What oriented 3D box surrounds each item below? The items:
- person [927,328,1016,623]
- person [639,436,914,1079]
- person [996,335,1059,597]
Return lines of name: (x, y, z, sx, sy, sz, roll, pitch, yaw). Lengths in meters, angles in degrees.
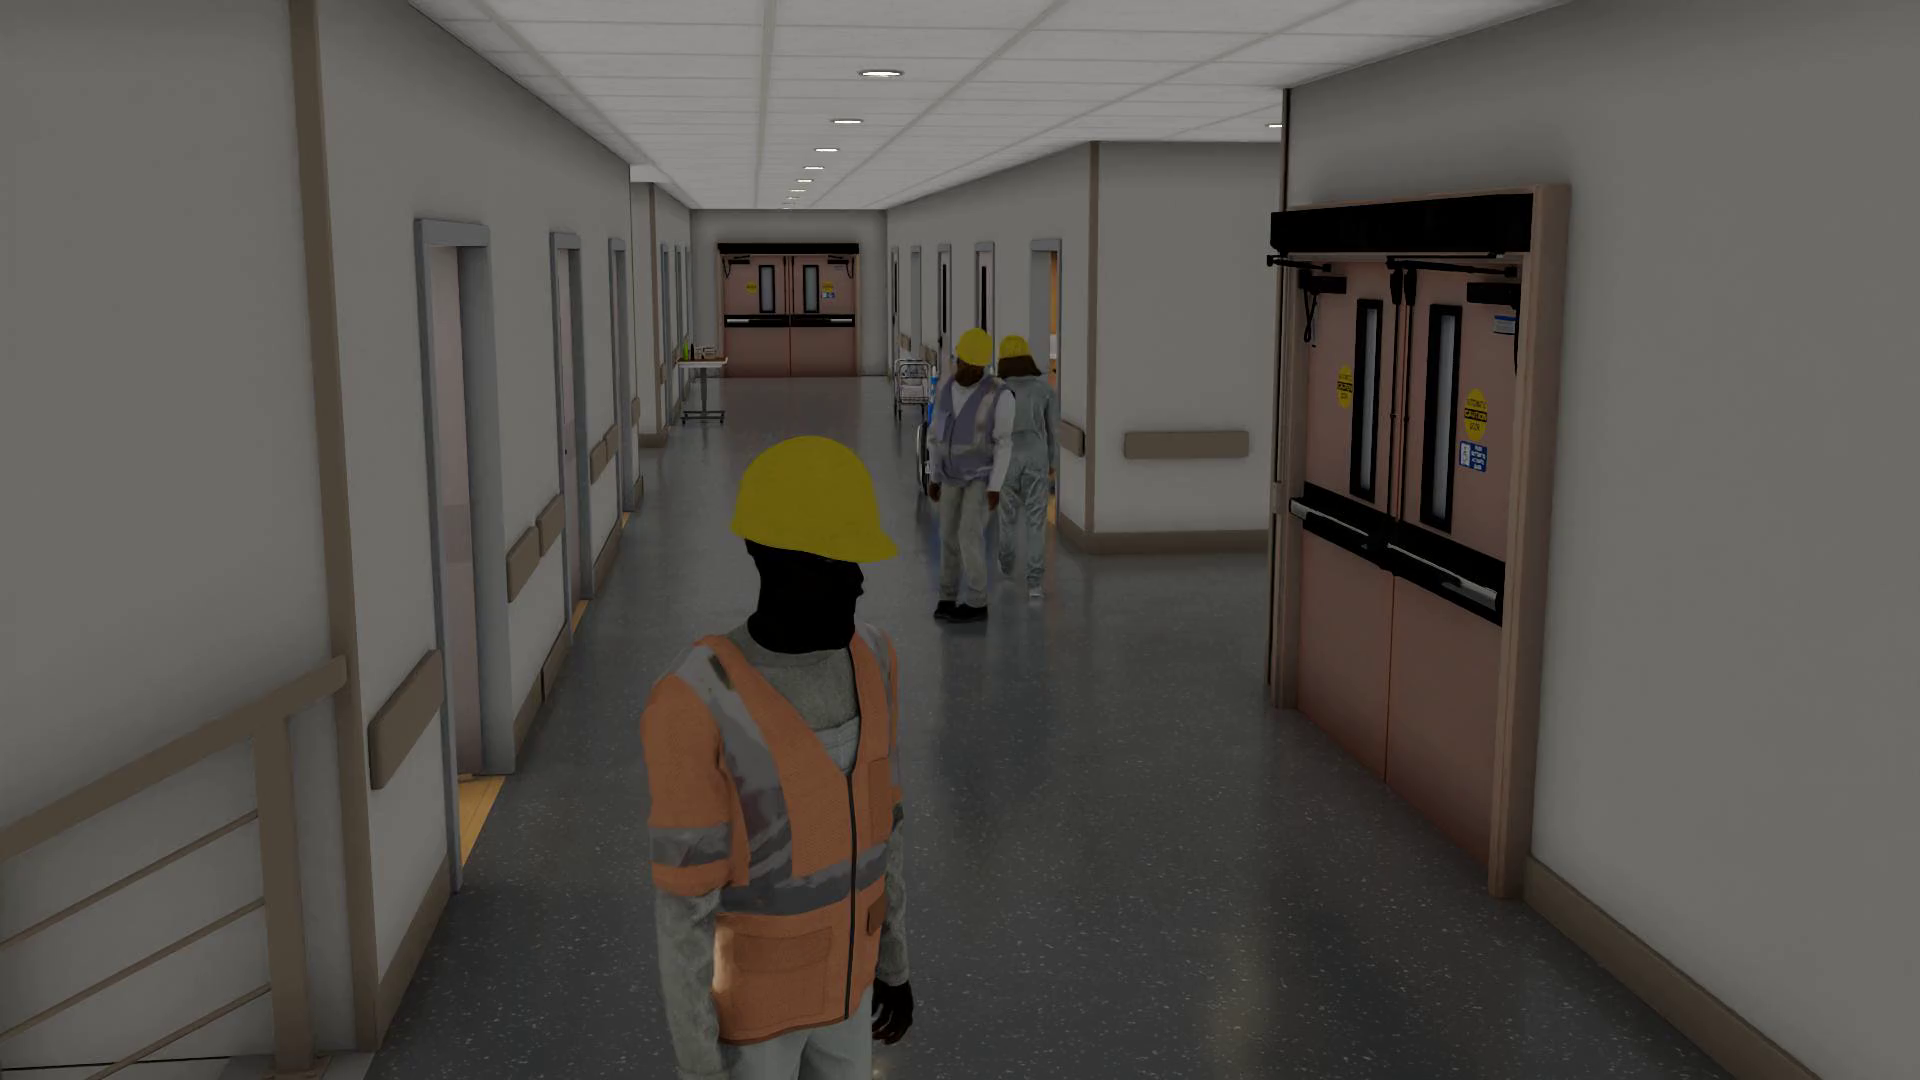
person: (0.053, -0.378, 10.004, 0.605, 1.793, 0.422, 8, 12, 38)
person: (-0.277, 0.772, 2.903, 0.397, 1.920, 0.586, 7, 12, 35)
person: (0.402, -0.501, 10.973, 0.502, 1.683, 0.942, -1, 10, -6)
